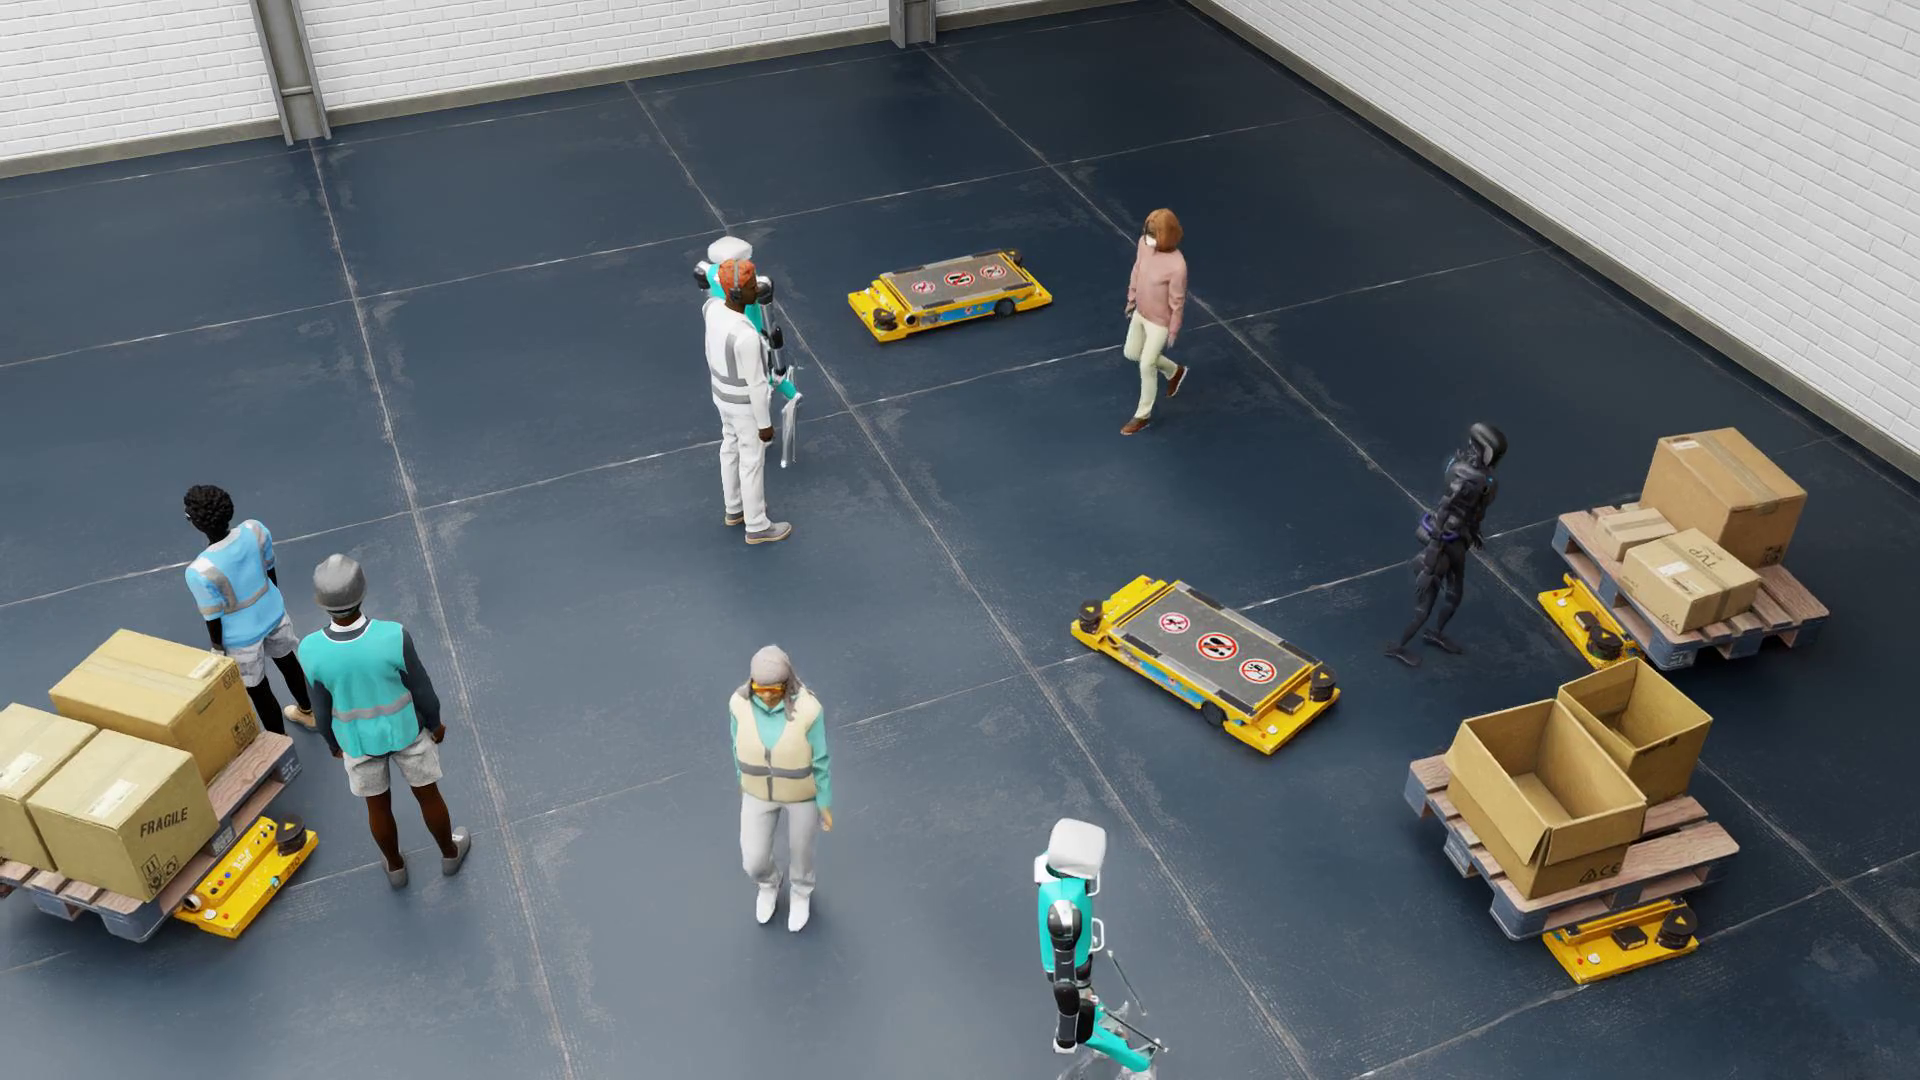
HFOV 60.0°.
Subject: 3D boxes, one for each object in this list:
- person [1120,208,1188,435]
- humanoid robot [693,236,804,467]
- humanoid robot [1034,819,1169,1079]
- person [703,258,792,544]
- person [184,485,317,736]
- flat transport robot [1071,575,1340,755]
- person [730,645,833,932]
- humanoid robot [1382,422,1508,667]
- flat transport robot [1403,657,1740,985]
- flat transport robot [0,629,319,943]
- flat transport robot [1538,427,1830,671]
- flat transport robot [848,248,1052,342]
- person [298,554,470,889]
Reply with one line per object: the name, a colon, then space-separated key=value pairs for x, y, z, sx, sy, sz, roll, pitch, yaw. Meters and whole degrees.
person: x=1.340 y=-1.495 z=11.106 sx=0.556 sy=1.614 sz=0.520 roll=-18 pitch=41 yaw=-22
humanoid robot: x=-1.266 y=-1.214 z=10.662 sx=0.532 sy=1.787 sz=0.760 roll=16 pitch=40 yaw=20
humanoid robot: x=0.610 y=1.831 z=6.703 sx=0.664 sy=1.828 sz=0.539 roll=2 pitch=38 yaw=2
person: x=-1.308 y=-0.831 z=10.030 sx=0.340 sy=1.882 sz=0.579 roll=-22 pitch=43 yaw=-26
person: x=-3.657 y=0.428 z=8.544 sx=0.319 sy=1.696 sz=0.531 roll=13 pitch=39 yaw=16
flat transport robot: x=1.377 y=0.652 z=9.425 sx=1.431 sy=0.231 sz=0.659 roll=31 pitch=47 yaw=34
person: x=-0.797 y=1.160 z=7.589 sx=0.472 sy=1.696 sz=0.442 roll=2 pitch=38 yaw=3
humanoid robot: x=2.681 y=0.025 z=9.096 sx=0.425 sy=1.639 sz=0.612 roll=29 pitch=46 yaw=32
flat transport robot: x=2.947 y=1.536 z=8.274 sx=0.659 sy=0.231 sz=1.431 roll=-11 pitch=39 yaw=-14
flat transport robot: x=-4.018 y=1.514 z=8.302 sx=1.431 sy=0.231 sz=0.659 roll=12 pitch=39 yaw=15
flat transport robot: x=4.216 y=0.386 z=9.771 sx=1.431 sy=0.231 sz=0.659 roll=-9 pitch=38 yaw=-11
flat transport robot: x=-0.076 y=-1.882 z=12.723 sx=1.431 sy=0.231 sz=0.659 roll=-15 pitch=40 yaw=-19
person: x=-2.693 y=0.886 z=7.750 sx=0.553 sy=1.941 sz=0.416 roll=-9 pitch=38 yaw=-11
